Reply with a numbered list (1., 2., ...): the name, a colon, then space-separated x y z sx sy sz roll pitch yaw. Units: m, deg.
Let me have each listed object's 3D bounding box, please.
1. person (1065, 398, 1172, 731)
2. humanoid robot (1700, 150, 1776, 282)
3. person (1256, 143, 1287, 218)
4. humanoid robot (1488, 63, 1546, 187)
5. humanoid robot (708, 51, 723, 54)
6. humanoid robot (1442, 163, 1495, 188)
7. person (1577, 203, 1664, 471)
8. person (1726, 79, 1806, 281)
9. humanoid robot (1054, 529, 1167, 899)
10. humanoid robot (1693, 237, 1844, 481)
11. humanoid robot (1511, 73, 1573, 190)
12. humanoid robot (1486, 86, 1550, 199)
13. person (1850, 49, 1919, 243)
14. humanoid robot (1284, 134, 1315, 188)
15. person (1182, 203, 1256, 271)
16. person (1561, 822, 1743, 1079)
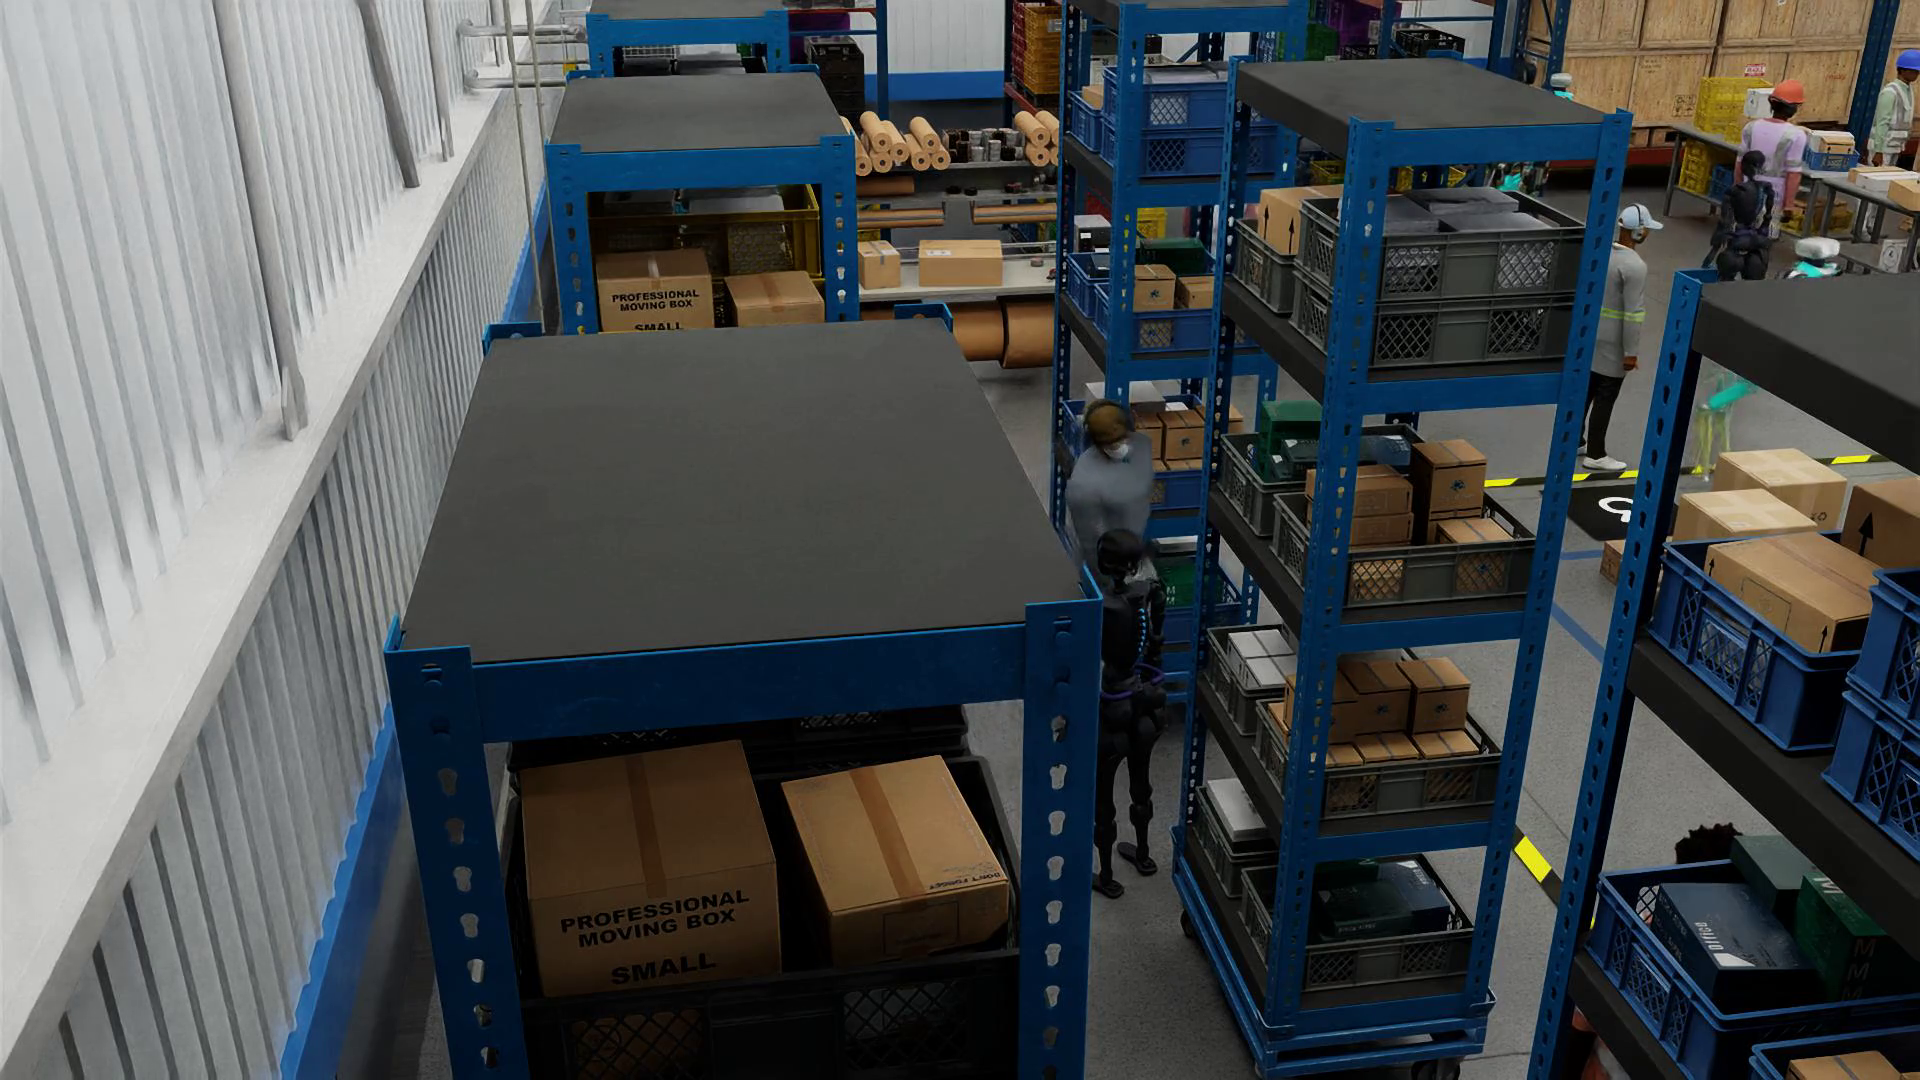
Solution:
1. person: 0.788 0.162 8.030 0.436 1.880 0.736 14 28 28
2. humanoid robot: 6.559 -2.446 13.978 0.590 1.626 0.782 -8 26 -17
3. person: 2.486 -2.569 14.092 0.631 1.759 1.013 5 25 10
4. humanoid robot: 6.117 -4.398 18.199 0.591 1.637 0.638 -3 25 -7
5. humanoid robot: -2.748 -4.316 17.865 0.673 1.764 0.549 -14 28 -27
6. humanoid robot: 5.124 -3.772 16.800 0.599 1.653 0.315 3 25 6
7. person: 4.506 -1.395 11.436 0.395 1.850 0.597 -5 25 -10
8. person: 7.182 -3.062 14.835 0.395 2.043 0.607 -13 28 -27
9. humanoid robot: 0.655 0.725 7.018 0.599 1.657 0.315 -19 31 -36
10. humanoid robot: 5.336 -1.207 11.202 0.535 1.794 0.810 -16 29 -31
11. humanoid robot: 5.716 -3.862 16.827 0.741 1.695 0.533 5 25 12
12. humanoid robot: 5.273 -3.397 15.954 0.673 1.808 0.562 -21 32 -38
13. person: 9.518 -4.031 17.053 0.400 1.945 0.613 22 33 40
14. humanoid robot: 2.871 -2.734 14.559 0.612 1.642 0.559 16 29 31
15. person: 2.122 -2.424 13.743 0.594 1.787 0.894 2 25 3
16. person: 1.975 1.642 4.698 0.602 1.966 0.367 8 26 18
